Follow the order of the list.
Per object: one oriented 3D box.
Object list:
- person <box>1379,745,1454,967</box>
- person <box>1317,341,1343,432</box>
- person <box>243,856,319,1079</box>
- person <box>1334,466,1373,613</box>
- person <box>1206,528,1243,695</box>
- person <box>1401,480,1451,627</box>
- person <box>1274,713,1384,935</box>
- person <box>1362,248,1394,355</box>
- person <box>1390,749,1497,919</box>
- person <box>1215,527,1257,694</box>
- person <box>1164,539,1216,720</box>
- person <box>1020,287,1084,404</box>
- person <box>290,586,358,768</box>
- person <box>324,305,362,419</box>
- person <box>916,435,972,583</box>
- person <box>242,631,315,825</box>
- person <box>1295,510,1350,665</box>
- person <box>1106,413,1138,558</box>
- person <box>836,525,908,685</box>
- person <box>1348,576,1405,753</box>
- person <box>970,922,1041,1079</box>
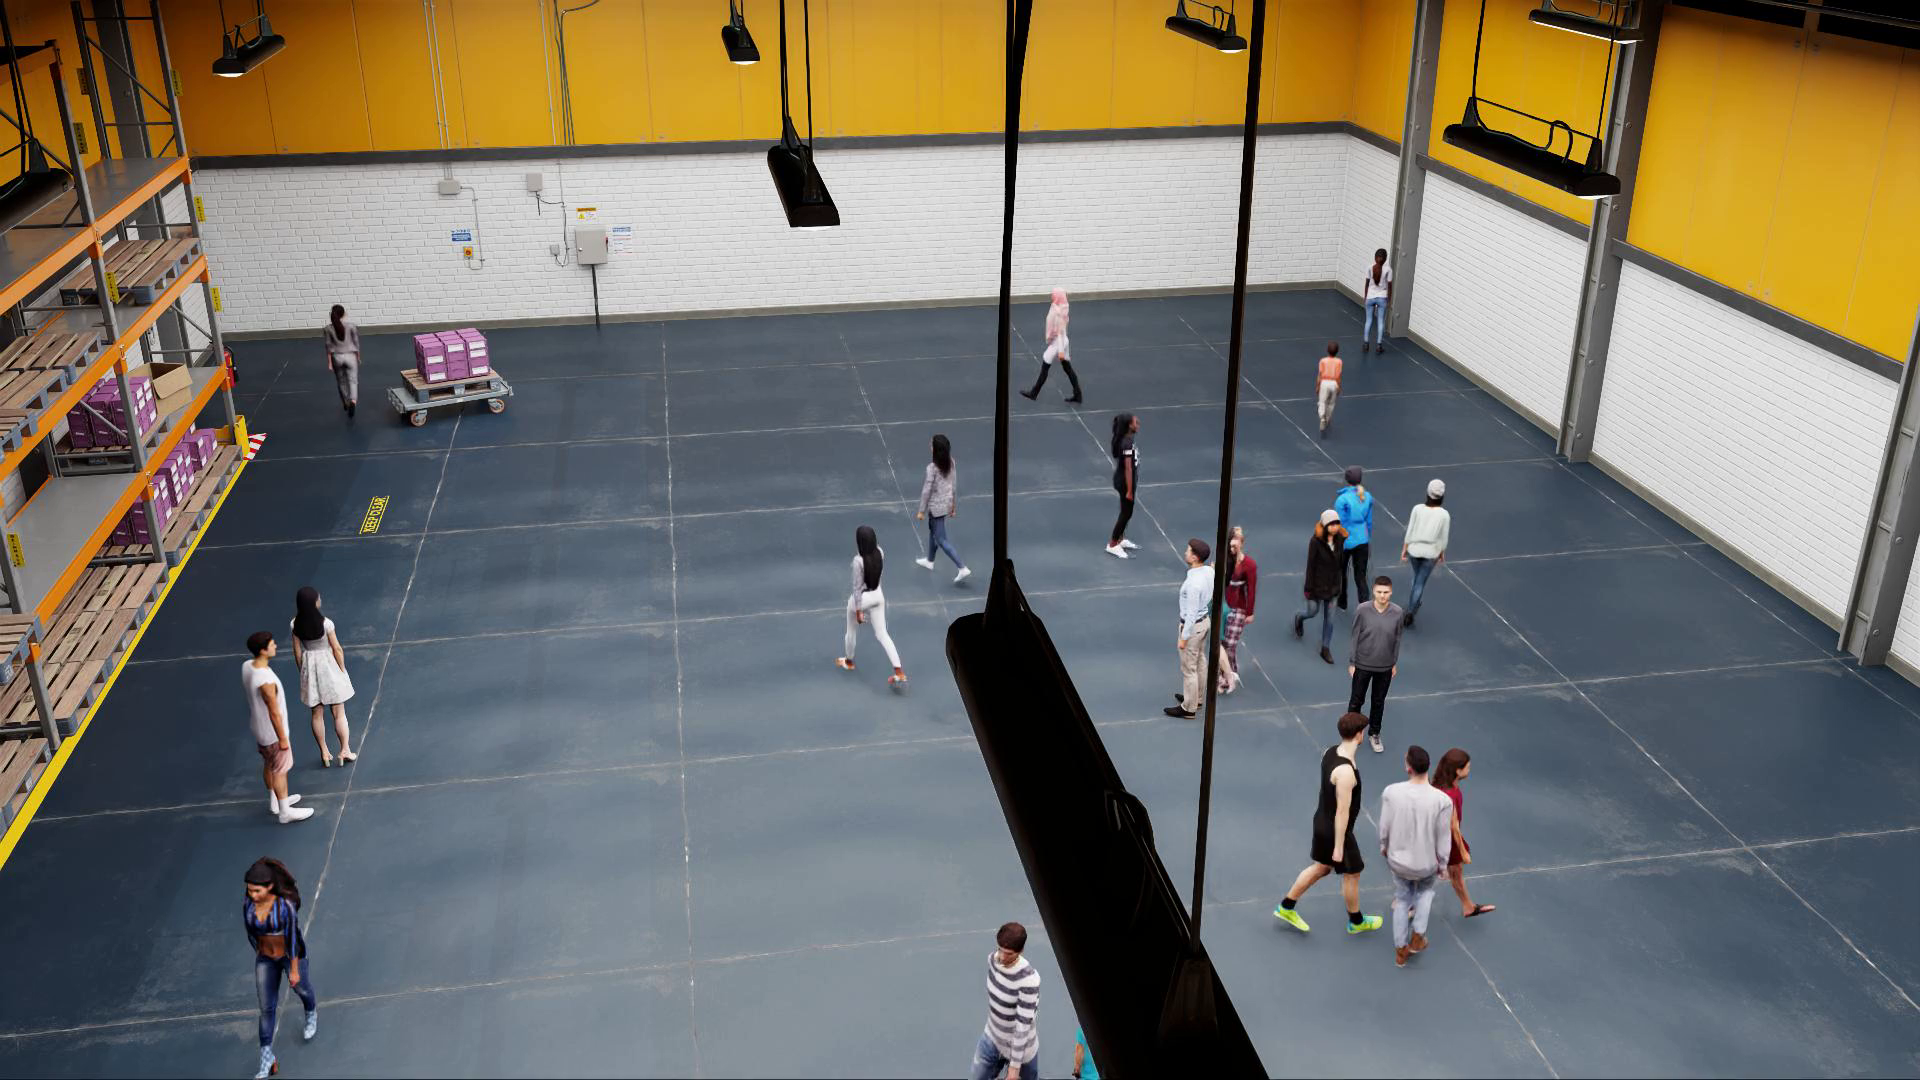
[{"bbox_3d":[3.371,2.422,12.471,0.828,1.811,0.863,13,27,28],"label":"person"},{"bbox_3d":[5.243,-2.174,23.621,0.648,1.300,0.822,5,24,11],"label":"person"},{"bbox_3d":[-4.711,2.900,11.662,0.747,1.582,1.033,1,24,2],"label":"person"},{"bbox_3d":[4.237,0.113,17.815,0.668,1.760,1.161,-4,24,-10],"label":"person"},{"bbox_3d":[2.620,0.722,16.544,0.757,1.664,0.985,-14,27,-28],"label":"person"},{"bbox_3d":[4.970,0.172,17.852,0.856,1.622,0.941,11,26,24],"label":"person"},{"bbox_3d":[2.822,2.224,12.878,0.927,1.847,1.070,1,24,2],"label":"person"},{"bbox_3d":[6.777,-3.896,27.038,0.662,1.719,0.686,10,26,22],"label":"person"},{"bbox_3d":[3.673,2.345,13.048,0.906,1.489,1.028,7,25,16],"label":"person"},{"bbox_3d":[2.729,0.656,16.679,0.964,1.675,1.026,15,28,30],"label":"person"},{"bbox_3d":[2.253,0.846,16.028,0.811,1.848,0.734,13,27,26],"label":"person"},{"bbox_3d":[1.551,-2.820,24.544,1.049,1.746,1.204,6,24,14],"label":"person"},{"bbox_3d":[-5.829,1.248,15.204,0.696,1.773,0.694,0,24,0],"label":"person"},{"bbox_3d":[-8.884,-2.543,24.031,0.686,1.648,1.038,-7,25,-17],"label":"person"},{"bbox_3d":[-0.179,-0.332,18.906,1.182,1.702,1.075,18,29,35],"label":"person"},{"bbox_3d":[-5.976,1.610,14.361,0.784,1.784,0.680,-20,30,-37],"label":"person"},{"bbox_3d":[3.730,0.434,17.258,0.687,1.618,0.966,-7,25,-16],"label":"person"},{"bbox_3d":[1.951,-0.662,19.615,0.738,1.738,0.591,4,24,9],"label":"person"},{"bbox_3d":[-0.851,0.679,16.620,1.064,1.681,1.264,-21,31,-40],"label":"person"},{"bbox_3d":[3.846,1.142,15.461,0.670,1.760,0.624,2,24,4],"label":"person"},{"bbox_3d":[0.410,3.208,10.679,1.077,1.806,1.211,-17,29,-35],"label":"person"}]
